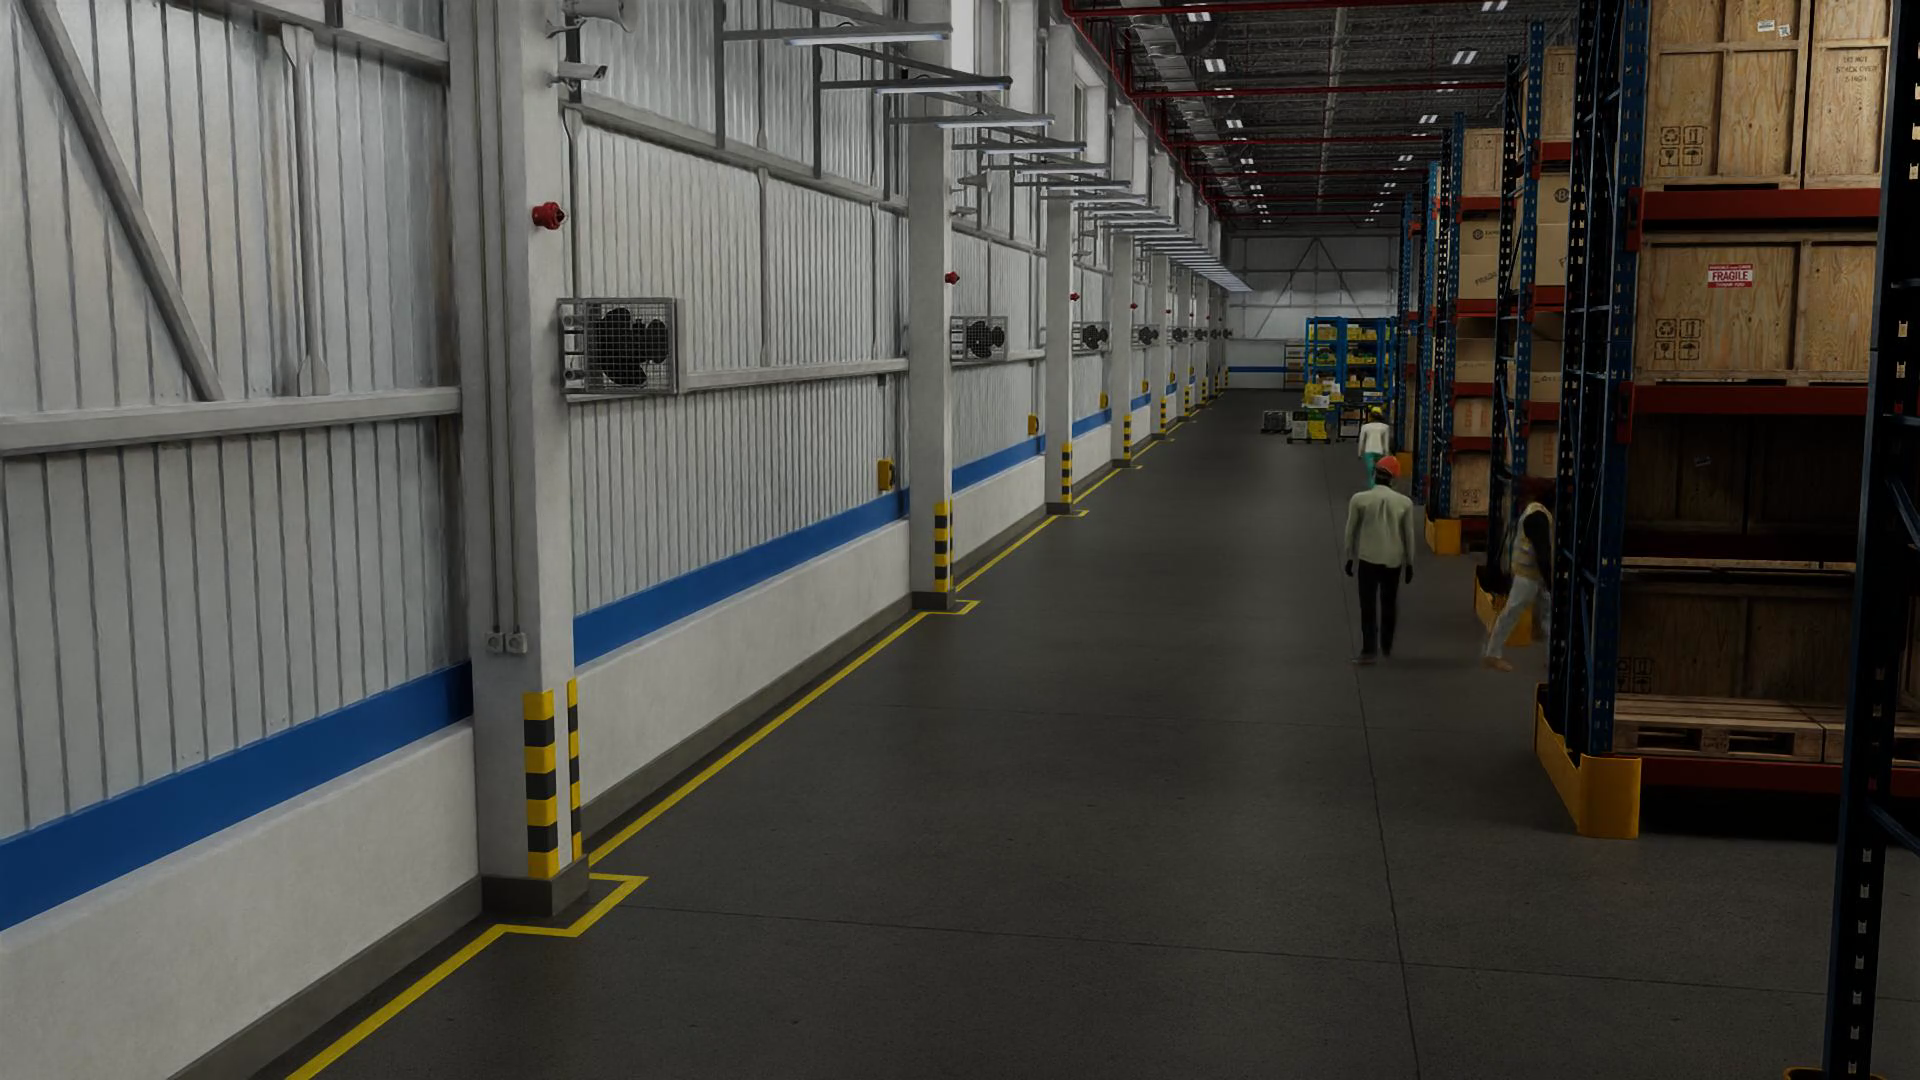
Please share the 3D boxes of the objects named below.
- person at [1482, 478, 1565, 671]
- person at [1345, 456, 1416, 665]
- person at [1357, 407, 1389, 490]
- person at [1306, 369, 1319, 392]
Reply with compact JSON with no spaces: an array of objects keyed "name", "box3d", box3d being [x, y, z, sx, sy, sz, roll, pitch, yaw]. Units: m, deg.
[{"name":"person","box3d":[5.265,0.326,15.157,0.972,1.778,0.702,4,8,28]},{"name":"person","box3d":[3.962,0.201,15.602,0.633,1.950,0.803,0,7,-1]},{"name":"person","box3d":[7.625,-1.595,30.725,0.543,1.719,0.880,0,7,3]},{"name":"person","box3d":[12.195,-4.996,57.478,0.563,1.850,0.389,-1,7,-8]}]
